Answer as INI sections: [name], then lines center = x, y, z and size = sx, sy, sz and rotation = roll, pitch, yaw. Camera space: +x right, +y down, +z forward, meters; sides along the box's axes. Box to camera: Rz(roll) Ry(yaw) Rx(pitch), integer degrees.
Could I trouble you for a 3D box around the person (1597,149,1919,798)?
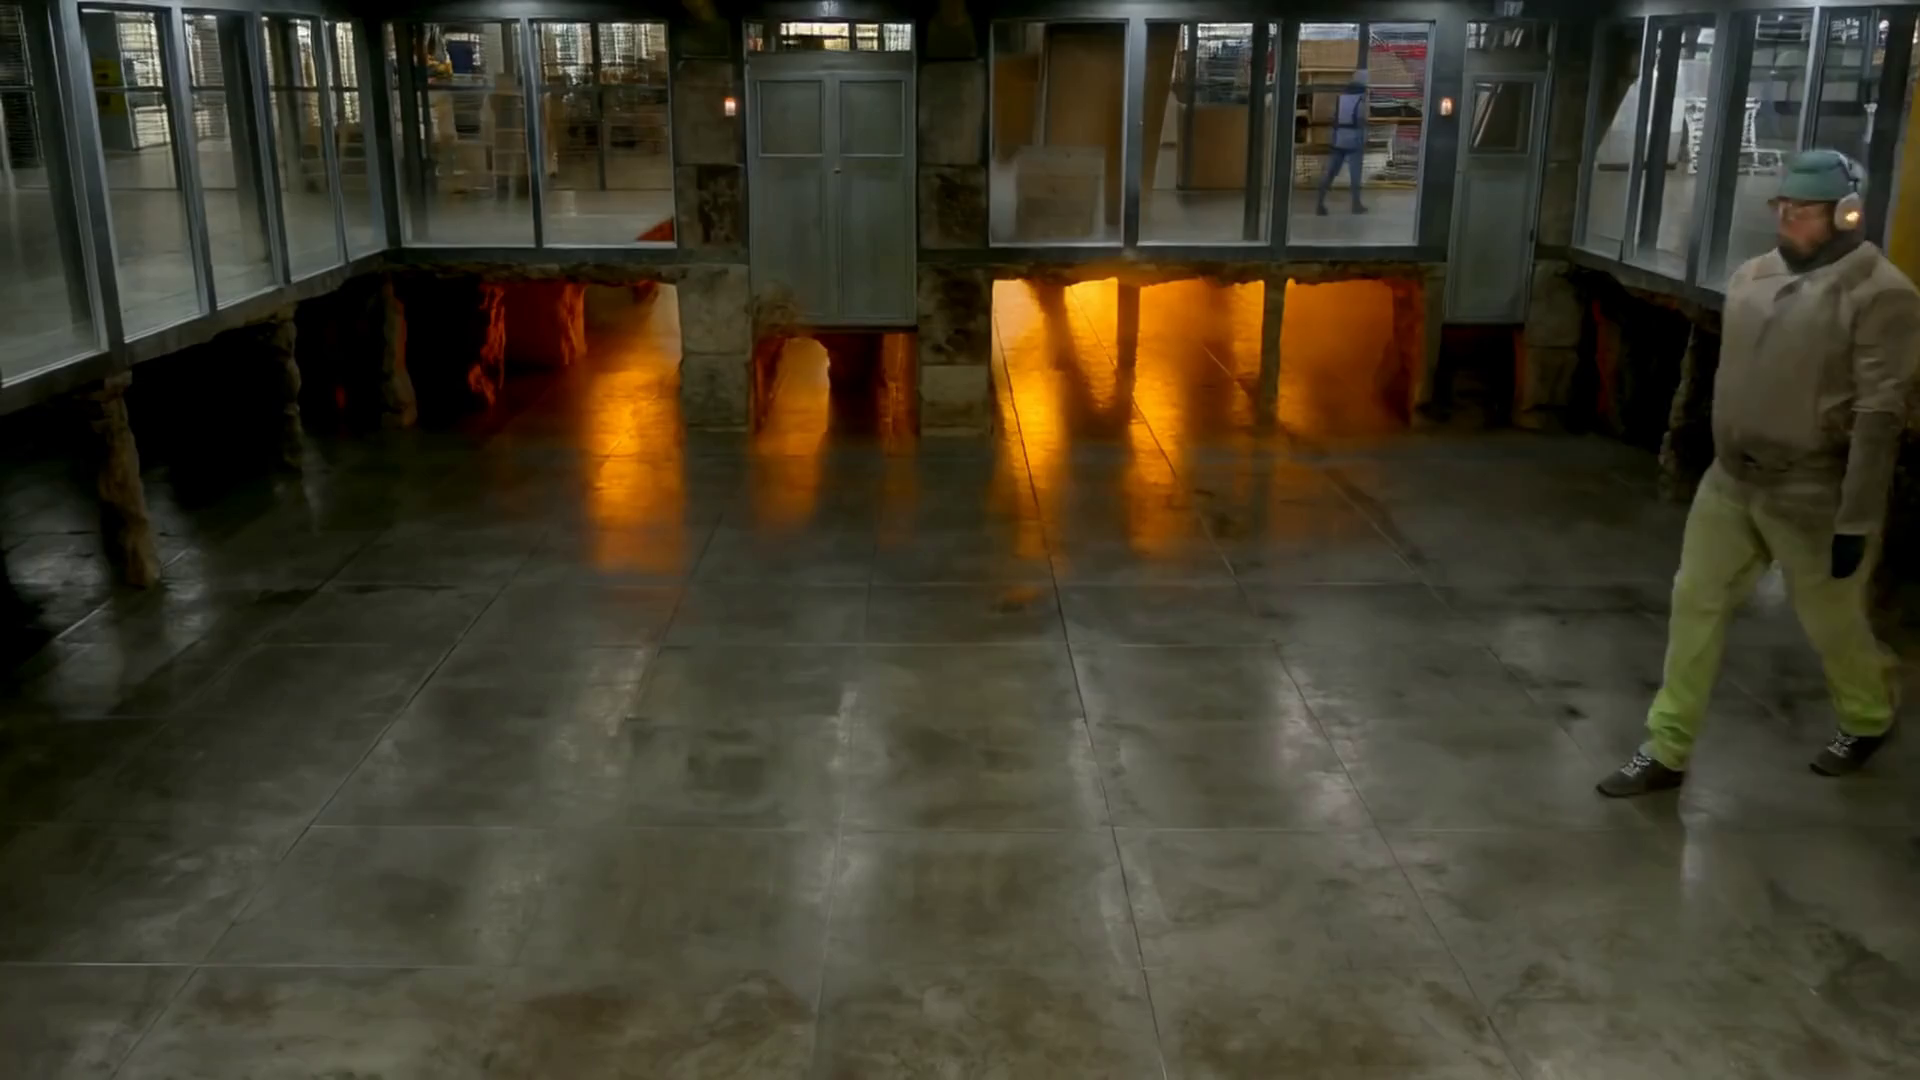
[person]
center = 2.393, -0.164, 4.743
size = 0.969, 1.867, 0.656
rotation = -7, 18, -22
